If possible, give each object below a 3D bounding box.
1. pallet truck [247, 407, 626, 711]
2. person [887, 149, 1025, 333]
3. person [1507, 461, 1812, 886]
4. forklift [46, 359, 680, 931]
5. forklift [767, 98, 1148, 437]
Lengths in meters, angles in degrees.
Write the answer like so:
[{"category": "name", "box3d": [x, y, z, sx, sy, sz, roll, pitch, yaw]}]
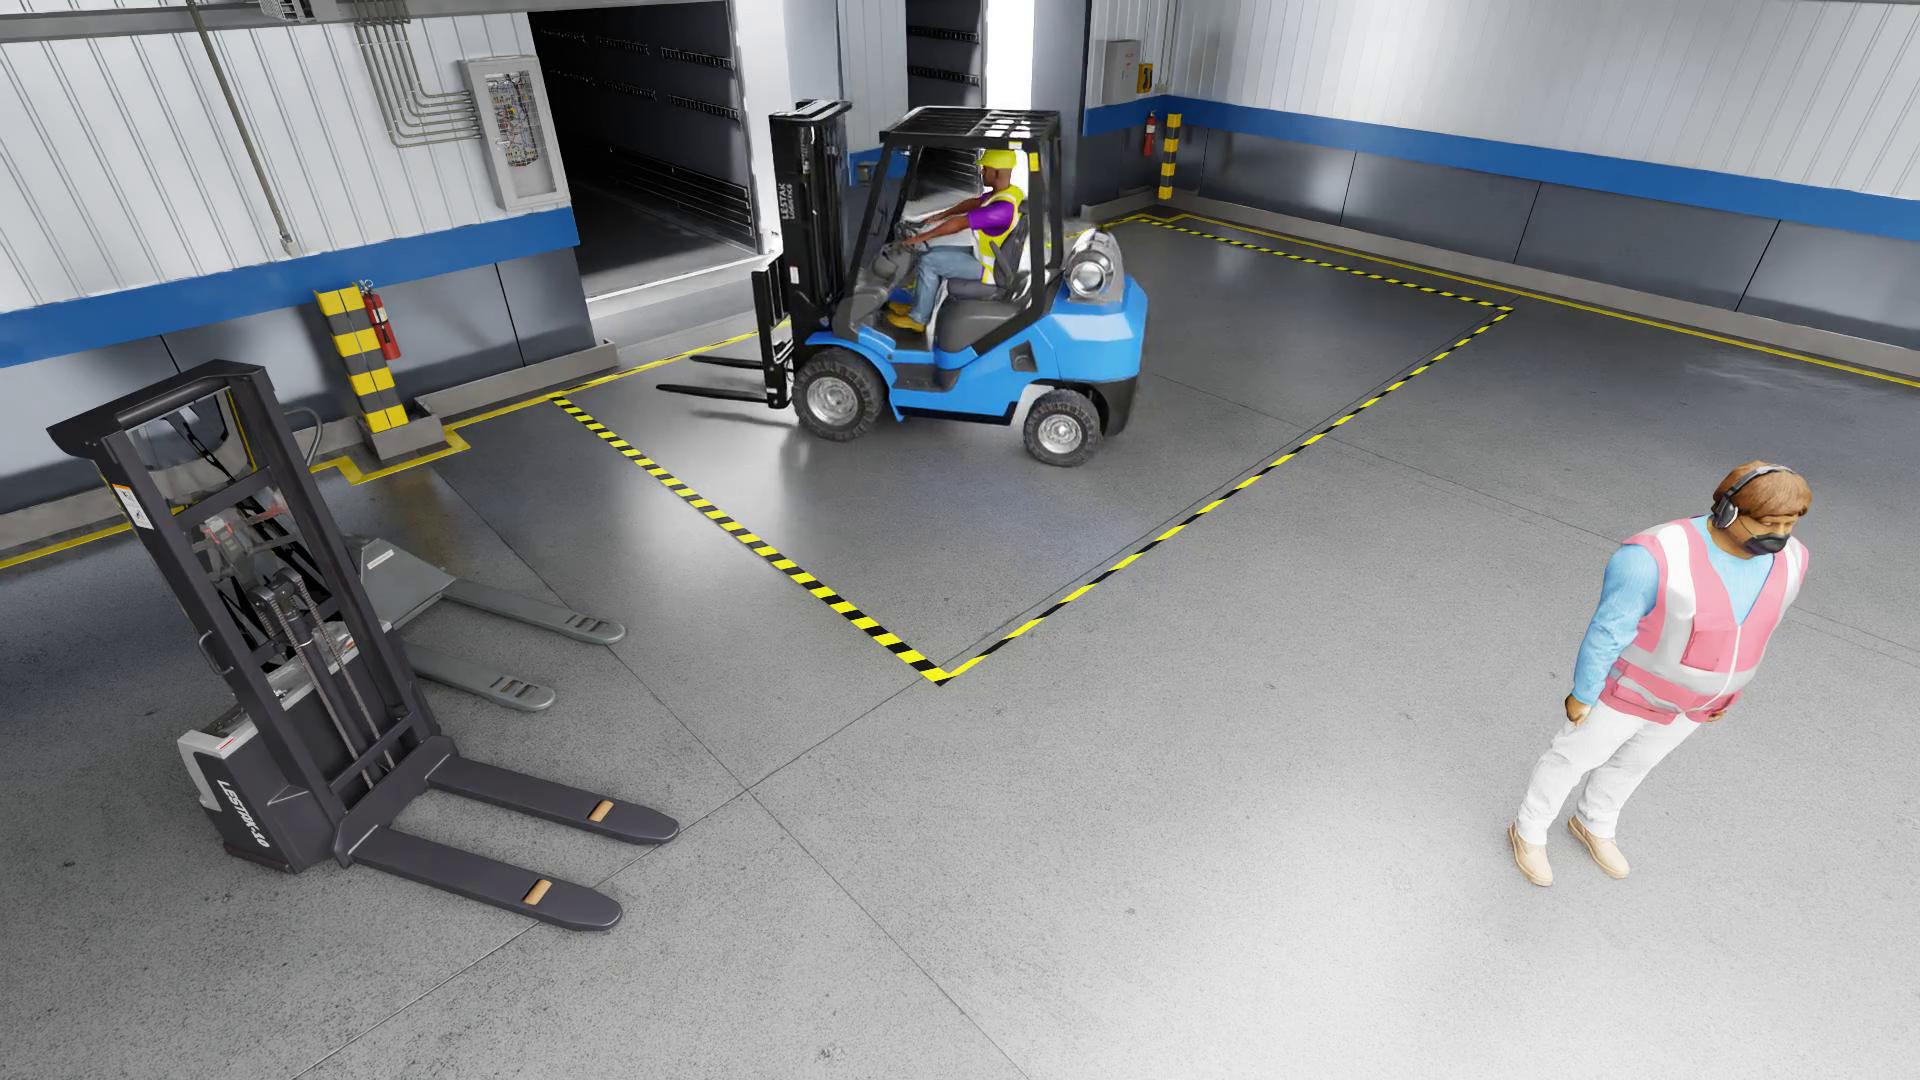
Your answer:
[{"category": "pallet truck", "box3d": [-2.628, 0.038, 4.590, 1.601, 1.201, 0.680, 12, 36, 18]}, {"category": "person", "box3d": [-0.063, -2.107, 6.424, 1.004, 1.293, 0.635, 7, 35, 10]}, {"category": "person", "box3d": [2.511, 0.542, 3.315, 0.624, 1.843, 0.429, -3, 34, -4]}, {"category": "forklift", "box3d": [-2.135, 0.422, 3.354, 1.885, 1.965, 0.823, 10, 35, 14]}, {"category": "forklift", "box3d": [-0.007, -1.941, 6.513, 2.680, 2.036, 1.157, 7, 35, 10]}]
